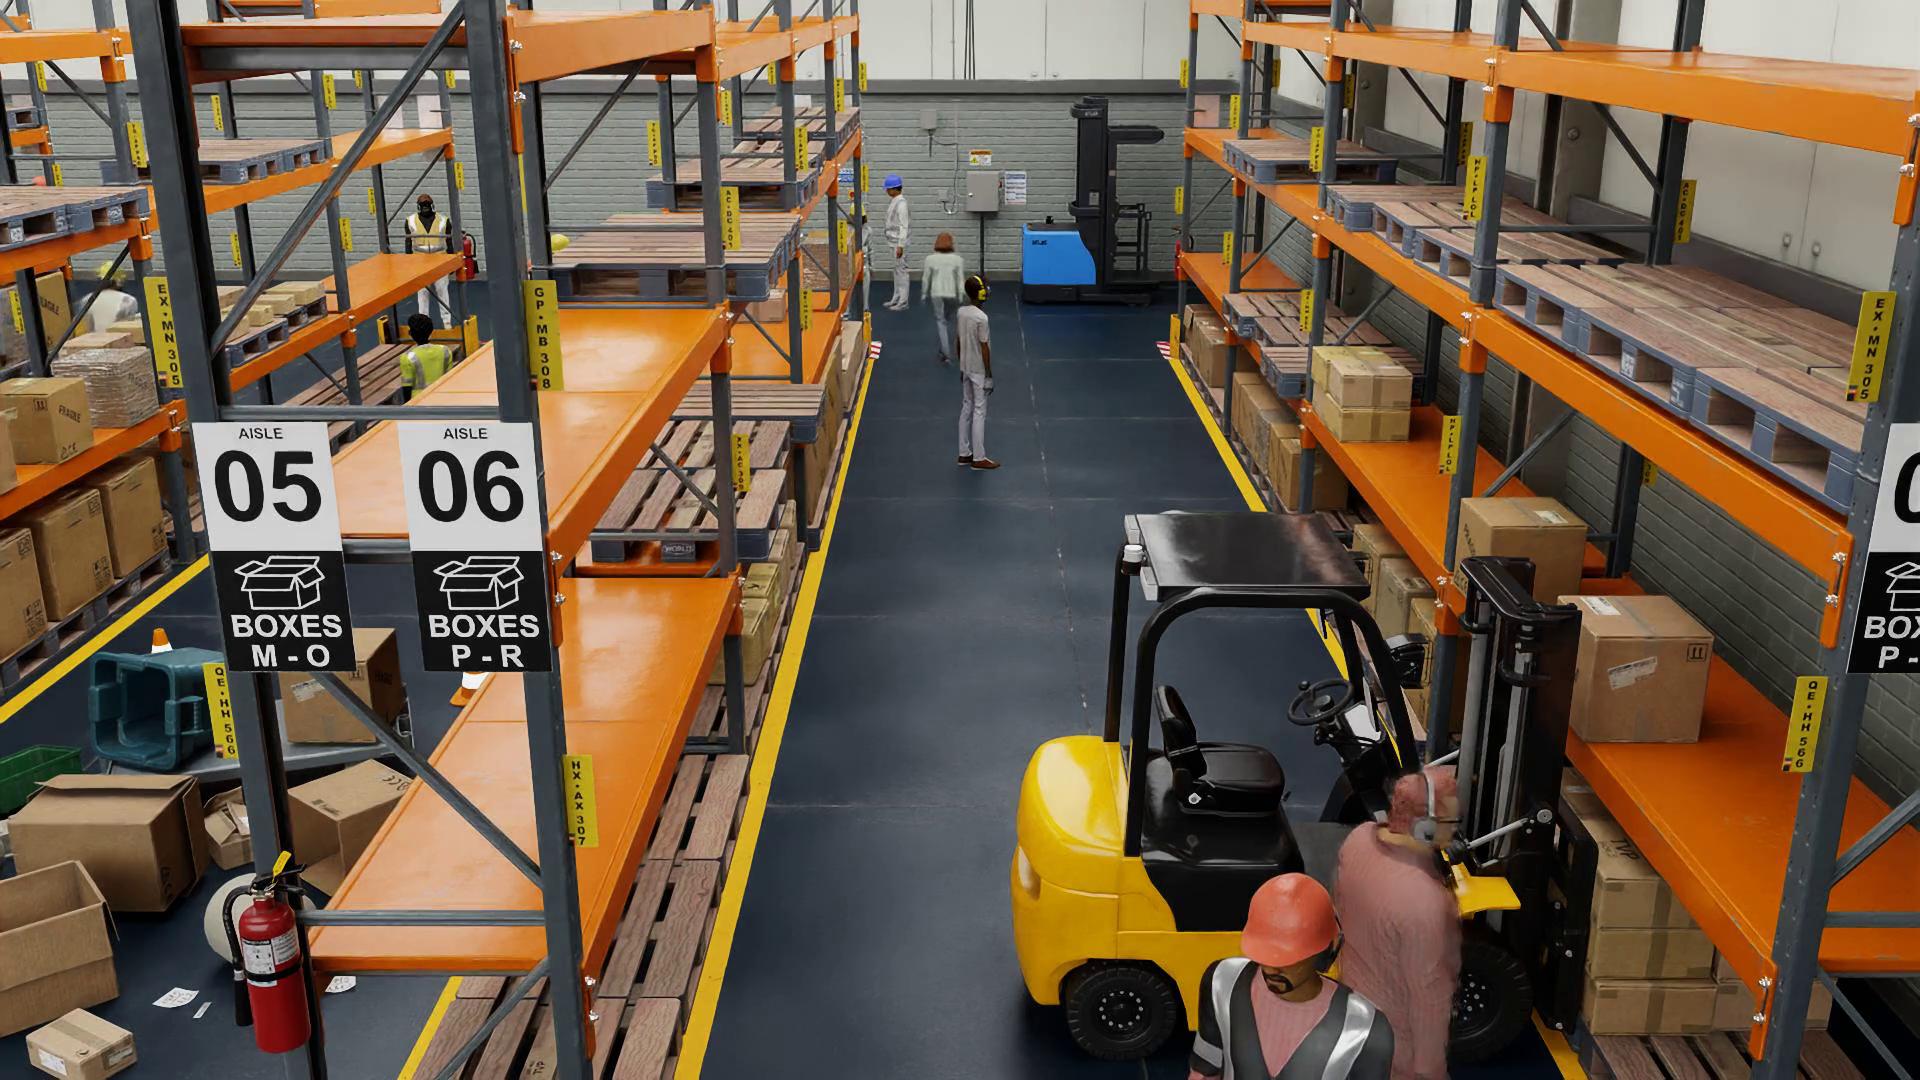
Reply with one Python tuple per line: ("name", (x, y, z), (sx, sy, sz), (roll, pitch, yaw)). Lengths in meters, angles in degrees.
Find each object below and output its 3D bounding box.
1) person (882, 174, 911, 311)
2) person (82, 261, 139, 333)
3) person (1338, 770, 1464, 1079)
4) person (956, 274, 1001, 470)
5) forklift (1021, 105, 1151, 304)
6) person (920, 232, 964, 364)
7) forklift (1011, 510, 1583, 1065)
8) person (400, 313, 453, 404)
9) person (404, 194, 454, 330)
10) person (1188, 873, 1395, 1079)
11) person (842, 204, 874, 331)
("person", (-0.903, -4.260, 23.849), (0.403, 1.937, 0.604), (-5, 19, -14))
("person", (-8.608, -1.958, 17.102), (0.615, 1.805, 0.724), (1, 18, 2))
("person", (1.571, 1.684, 5.946), (0.400, 1.899, 0.692), (-4, 19, -11))
("person", (0.163, -1.608, 15.931), (0.325, 1.876, 0.524), (-12, 22, -32))
("forklift", (1.857, -4.944, 24.441), (1.873, 2.768, 1.129), (0, 18, 0))
("person", (-0.194, -3.002, 20.573), (0.506, 1.597, 0.820), (-5, 19, -16))
("forklift", (1.387, 1.055, 7.378), (2.313, 2.155, 1.214), (0, 18, 0))
("person", (-4.771, -1.197, 14.972), (0.320, 1.693, 0.534), (14, 23, 35))
("person", (-7.117, -3.720, 22.370), (0.626, 1.844, 0.429), (-6, 19, -17))
("person", (0.949, 1.919, 5.002), (0.614, 2.042, 0.373), (11, 21, 29))
("person", (-1.373, -3.663, 22.372), (0.486, 1.737, 0.319), (-7, 20, -21))
